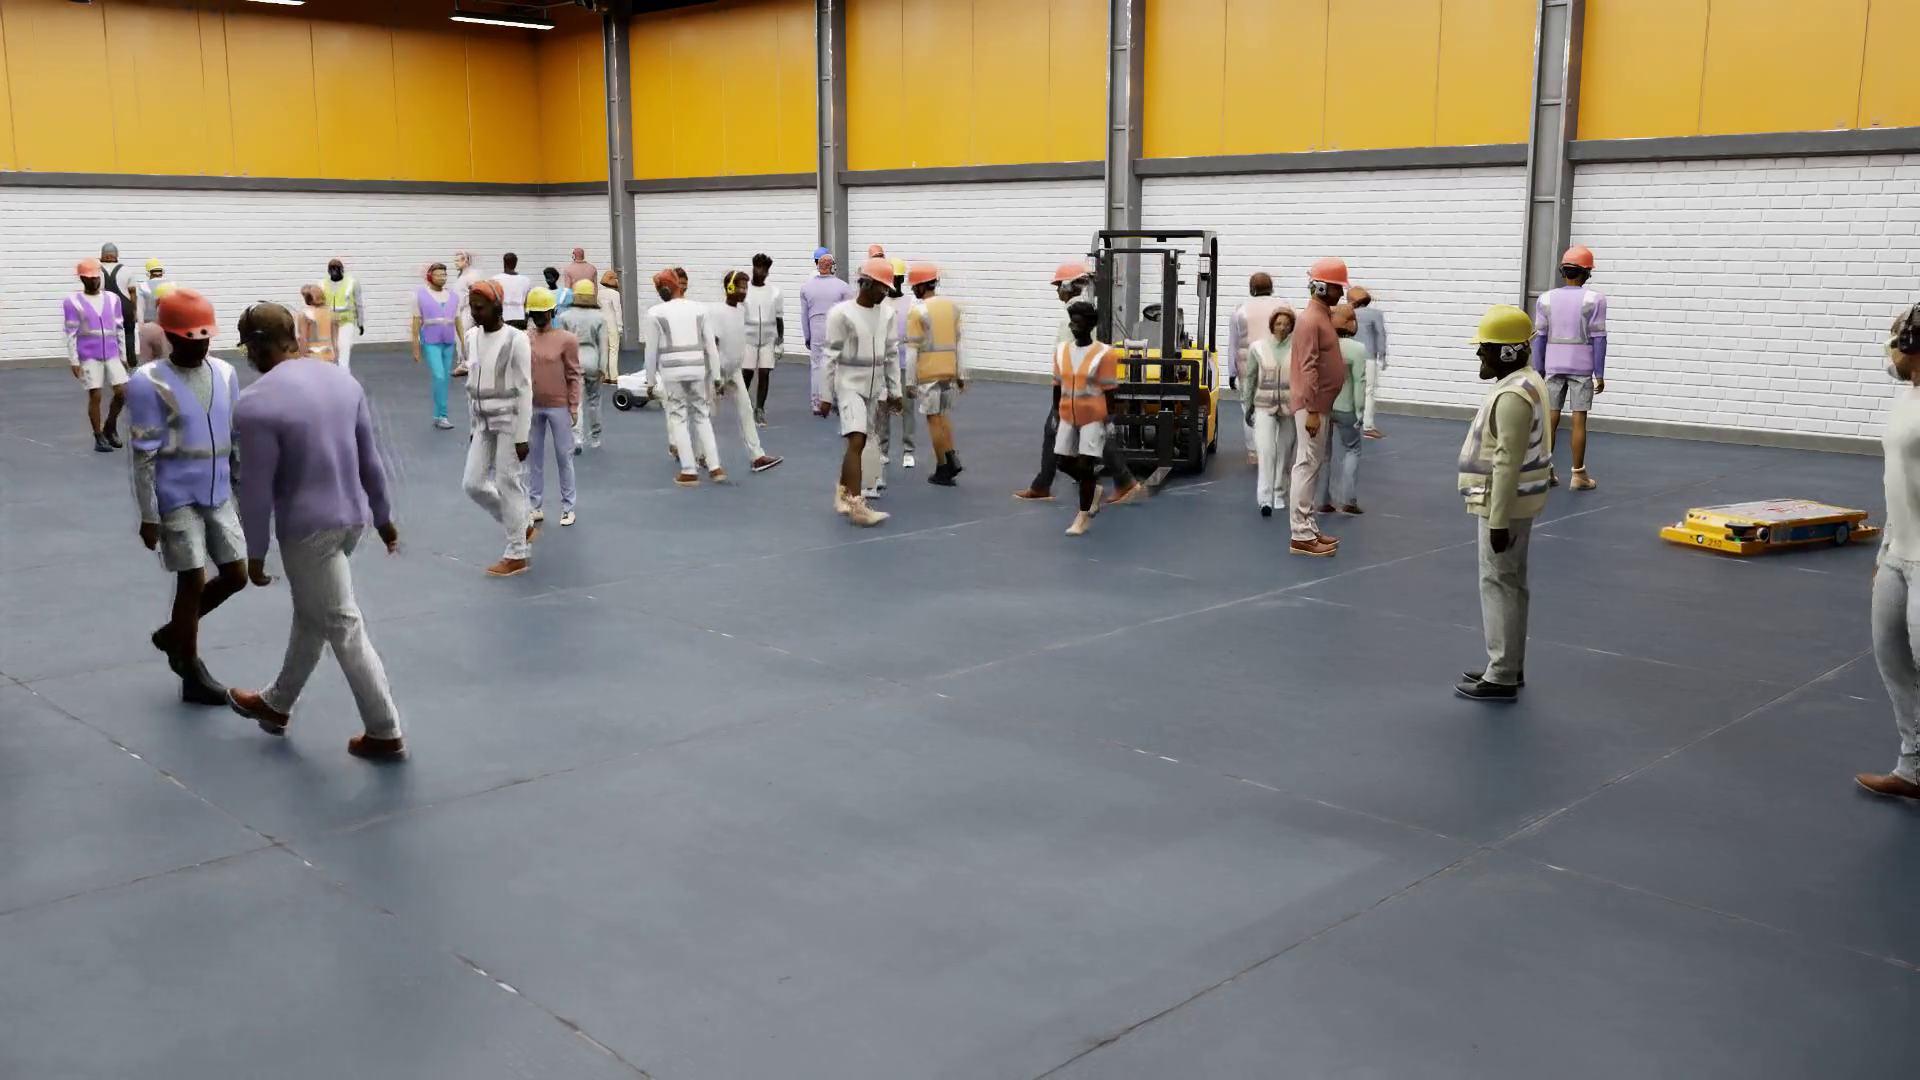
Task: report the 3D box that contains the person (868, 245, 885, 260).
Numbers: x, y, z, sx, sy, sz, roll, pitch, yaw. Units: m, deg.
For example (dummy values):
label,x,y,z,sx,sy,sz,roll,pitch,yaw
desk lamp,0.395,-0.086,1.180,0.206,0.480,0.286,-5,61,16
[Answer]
label,x,y,z,sx,sy,sz,roll,pitch,yaw
person,-1.206,-3.351,24.558,0.611,1.989,0.392,-10,14,-43

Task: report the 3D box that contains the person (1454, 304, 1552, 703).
label,x,y,z,sx,sy,sz,roll,pitch,yaw
person,2.491,-0.164,7.651,0.403,1.824,0.598,5,11,25

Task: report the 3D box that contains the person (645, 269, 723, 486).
label,x,y,z,sx,sy,sz,roll,pitch,yaw
person,-2.378,-1.386,14.228,0.616,1.848,0.444,-5,12,-27

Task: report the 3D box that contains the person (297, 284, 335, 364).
label,x,y,z,sx,sy,sz,roll,pitch,yaw
person,-6.836,-1.930,17.832,0.631,1.623,0.522,3,11,18

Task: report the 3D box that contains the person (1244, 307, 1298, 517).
label,x,y,z,sx,sy,sz,roll,pitch,yaw
person,2.439,-0.975,12.687,0.531,1.584,0.891,2,11,9

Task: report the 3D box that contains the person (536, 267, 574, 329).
label,x,y,z,sx,sy,sz,roll,pitch,yaw
person,-5.767,-3.024,23.603,0.557,1.677,0.475,1,10,3

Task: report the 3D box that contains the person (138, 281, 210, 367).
label,x,y,z,sx,sy,sz,roll,pitch,yaw
person,-6.526,-1.271,13.863,0.546,1.748,0.406,-4,11,-22

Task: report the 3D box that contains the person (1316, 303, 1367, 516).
label,x,y,z,sx,sy,sz,roll,pitch,yaw
person,2.871,-0.987,12.671,0.528,1.625,0.344,9,14,40

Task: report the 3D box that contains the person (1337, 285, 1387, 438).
label,x,y,z,sx,sy,sz,roll,pitch,yaw
person,4.309,-1.893,17.648,0.635,1.609,0.322,8,13,36

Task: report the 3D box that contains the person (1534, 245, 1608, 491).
label,x,y,z,sx,sy,sz,roll,pitch,yaw
person,5.126,-1.437,13.969,0.605,2.045,0.377,9,14,41

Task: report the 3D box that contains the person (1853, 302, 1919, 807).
label,x,y,z,sx,sy,sz,roll,pitch,yaw
person,3.533,0.107,6.010,0.358,1.895,0.843,2,11,11

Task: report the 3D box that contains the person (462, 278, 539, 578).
label,x,y,z,sx,sy,sz,roll,pitch,yaw
person,-2.881,-0.693,10.394,0.596,1.867,0.427,8,13,37

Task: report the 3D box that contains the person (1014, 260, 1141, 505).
label,x,y,z,sx,sy,sz,roll,pitch,yaw
person,0.969,-1.249,13.243,1.009,1.943,0.640,2,11,10

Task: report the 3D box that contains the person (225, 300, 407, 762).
label,x,y,z,sx,sy,sz,roll,pitch,yaw
person,-2.700,-0.031,6.801,1.017,1.865,0.700,4,11,18

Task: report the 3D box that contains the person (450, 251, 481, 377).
label,x,y,z,sx,sy,sz,roll,pitch,yaw
person,-7.586,-3.422,25.233,0.751,1.885,0.655,-7,12,-32

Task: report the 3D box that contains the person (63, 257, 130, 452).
label,x,y,z,sx,sy,sz,roll,pitch,yaw
person,-8.464,-1.812,16.353,0.410,1.917,0.565,9,14,41

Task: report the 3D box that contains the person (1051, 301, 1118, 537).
label,x,y,z,sx,sy,sz,roll,pitch,yaw
person,0.920,-0.879,11.924,0.549,1.678,0.538,8,13,36

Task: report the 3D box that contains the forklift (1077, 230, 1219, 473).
label,x,y,z,sx,sy,sz,roll,pitch,yaw
forklift,1.804,-1.825,15.677,1.214,2.155,2.313,2,11,13

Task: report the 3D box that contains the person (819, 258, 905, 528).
label,x,y,z,sx,sy,sz,roll,pitch,yaw
person,-0.743,-1.117,12.453,0.621,1.967,0.902,-9,14,-42

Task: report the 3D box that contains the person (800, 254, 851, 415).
label,x,y,z,sx,sy,sz,roll,pitch,yaw
person,-1.560,-2.427,19.745,0.642,1.909,0.410,3,11,13

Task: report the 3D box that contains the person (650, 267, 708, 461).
label,x,y,z,sx,sy,sz,roll,pitch,yaw
person,-2.656,-1.652,15.759,0.545,1.816,0.965,-5,11,-24

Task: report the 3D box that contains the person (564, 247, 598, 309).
label,x,y,z,sx,sy,sz,roll,pitch,yaw
person,-6.915,-4.365,30.301,0.643,1.913,0.410,-7,13,-35

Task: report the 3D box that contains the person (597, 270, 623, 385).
label,x,y,z,sx,sy,sz,roll,pitch,yaw
person,-4.985,-3.029,23.775,0.507,1.631,0.277,10,14,42

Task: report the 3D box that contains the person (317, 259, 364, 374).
label,x,y,z,sx,sy,sz,roll,pitch,yaw
person,-8.835,-3.081,23.632,0.646,1.792,0.953,0,10,-2

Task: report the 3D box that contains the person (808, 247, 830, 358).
label,x,y,z,sx,sy,sz,roll,pitch,yaw
person,-2.086,-3.417,25.026,0.390,1.946,0.614,-4,11,-23

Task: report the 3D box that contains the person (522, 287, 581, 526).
label,x,y,z,sx,sy,sz,roll,pitch,yaw
person,-3.046,-0.975,12.233,0.523,1.761,0.323,2,11,9

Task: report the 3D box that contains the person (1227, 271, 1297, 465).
label,x,y,z,sx,sy,sz,roll,pitch,yaw
person,2.762,-1.553,15.257,0.633,1.811,0.646,2,11,12

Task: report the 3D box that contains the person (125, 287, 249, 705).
label,x,y,z,sx,sy,sz,roll,pitch,yaw
person,-3.508,-0.193,7.566,0.570,1.905,0.585,5,11,24

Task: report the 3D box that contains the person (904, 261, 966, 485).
label,x,y,z,sx,sy,sz,roll,pitch,yaw
person,-0.230,-1.410,14.179,0.586,1.912,0.442,-9,14,-41

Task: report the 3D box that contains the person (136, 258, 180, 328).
label,x,y,z,sx,sy,sz,roll,pitch,yaw
person,-11.011,-2.970,22.921,0.599,1.826,0.404,-8,13,-38

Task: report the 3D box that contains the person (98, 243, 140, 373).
label,x,y,z,sx,sy,sz,roll,pitch,yaw
person,-12.958,-3.553,25.521,0.703,2.000,0.901,-4,11,-19

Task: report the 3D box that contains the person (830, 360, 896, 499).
label,x,y,z,sx,sy,sz,roll,pitch,yaw
person,-0.792,-1.145,13.539,0.517,1.621,0.485,-10,14,-43

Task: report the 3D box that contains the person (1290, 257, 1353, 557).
label,x,y,z,sx,sy,sz,roll,pitch,yaw
person,2.406,-0.897,11.173,0.390,1.990,0.610,3,11,18

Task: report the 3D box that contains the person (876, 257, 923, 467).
label,x,y,z,sx,sy,sz,roll,pitch,yaw
person,-0.600,-1.631,15.338,0.588,1.930,0.362,2,11,12

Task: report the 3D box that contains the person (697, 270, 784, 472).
label,x,y,z,sx,sy,sz,roll,pitch,yaw
person,-2.035,-1.506,14.981,0.981,1.805,0.568,7,13,35

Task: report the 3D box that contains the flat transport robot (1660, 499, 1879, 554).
label,x,y,z,sx,sy,sz,roll,pitch,yaw
flat transport robot,5.637,-0.108,11.562,1.431,0.197,0.652,-5,12,-27

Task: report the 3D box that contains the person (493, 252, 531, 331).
label,x,y,z,sx,sy,sz,roll,pitch,yaw
person,-6.215,-3.019,23.015,0.622,1.892,0.444,-10,14,-43

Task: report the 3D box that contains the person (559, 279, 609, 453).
label,x,y,z,sx,sy,sz,roll,pitch,yaw
person,-3.714,-1.723,16.458,0.489,1.703,0.871,-2,11,-12

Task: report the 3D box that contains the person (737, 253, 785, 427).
label,x,y,z,sx,sy,sz,roll,pitch,yaw
person,-2.282,-2.257,18.731,0.611,1.940,0.547,-3,11,-14

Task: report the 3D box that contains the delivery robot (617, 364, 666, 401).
label,x,y,z,sx,sy,sz,roll,pitch,yaw
delivery robot,-3.816,-1.904,20.326,0.707,0.478,0.477,3,11,15

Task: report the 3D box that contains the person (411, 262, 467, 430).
label,x,y,z,sx,sy,sz,roll,pitch,yaw
person,-5.665,-2.122,18.276,0.642,1.826,0.596,8,13,38
